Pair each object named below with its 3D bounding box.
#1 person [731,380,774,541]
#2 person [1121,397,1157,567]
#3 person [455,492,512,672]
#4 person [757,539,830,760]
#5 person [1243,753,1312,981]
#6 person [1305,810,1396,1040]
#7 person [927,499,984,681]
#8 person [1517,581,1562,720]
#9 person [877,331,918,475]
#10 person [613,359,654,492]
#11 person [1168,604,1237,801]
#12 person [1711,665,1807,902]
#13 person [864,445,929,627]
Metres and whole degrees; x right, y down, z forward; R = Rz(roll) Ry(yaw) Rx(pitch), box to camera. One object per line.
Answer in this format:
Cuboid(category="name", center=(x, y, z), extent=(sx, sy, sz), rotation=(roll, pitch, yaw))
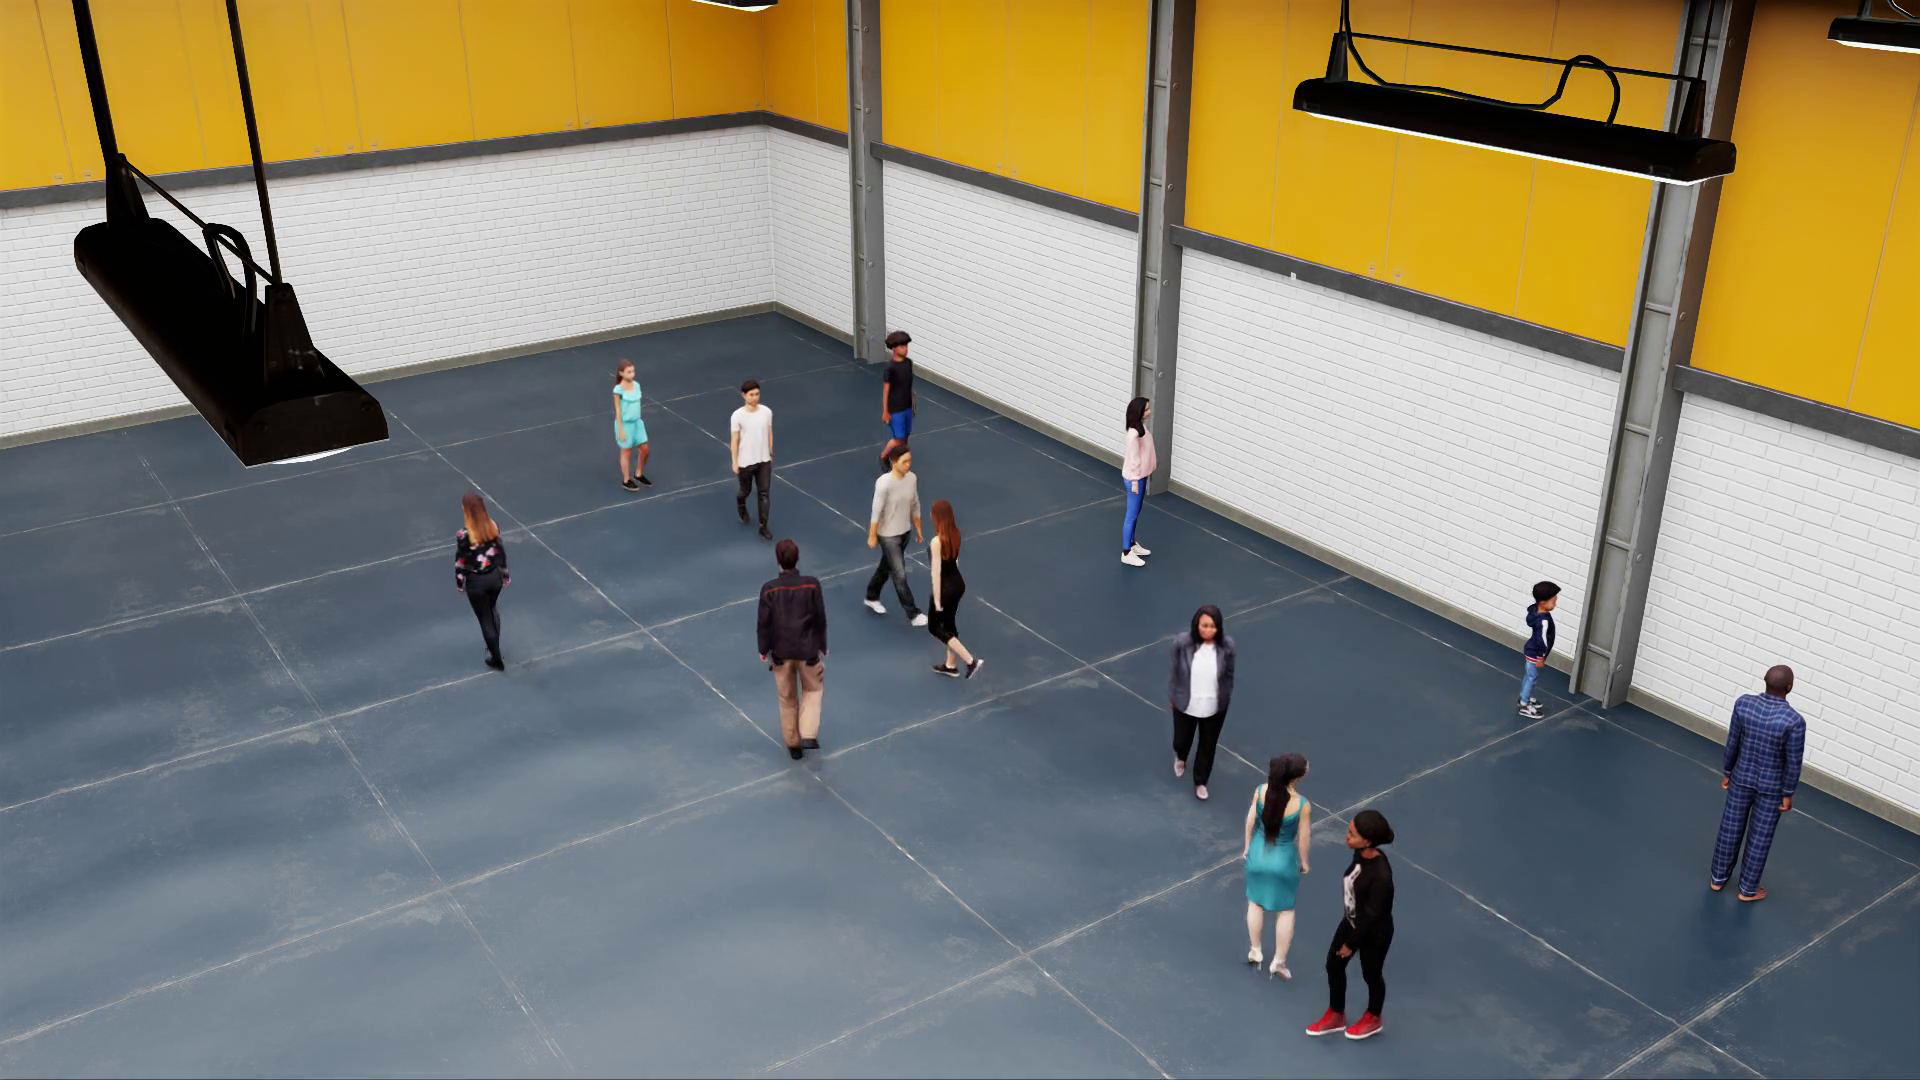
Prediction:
Cuboid(category="person", center=(-2.217, -0.889, 17.647), extent=(0.743, 1.696, 1.070), rotation=(-11, 26, -23))
Cuboid(category="person", center=(1.790, -0.623, 16.946), extent=(0.751, 1.770, 0.722), rotation=(7, 25, 16))
Cuboid(category="person", center=(-4.178, 0.387, 14.762), extent=(0.727, 1.667, 0.683), rotation=(20, 30, 38))
Cuboid(category="person", center=(-1.303, 0.923, 13.224), extent=(0.870, 1.917, 0.909), rotation=(-4, 24, -9))
Cuboid(category="person", center=(2.032, 2.088, 10.852), extent=(0.618, 1.683, 0.724), rotation=(4, 24, 8))
Cuboid(category="person", center=(2.568, 2.380, 10.222), extent=(0.765, 1.651, 0.748), rotation=(-7, 25, -15))
Cuboid(category="person", center=(-0.037, 0.480, 14.503), extent=(0.919, 1.706, 0.736), rotation=(16, 28, 32))
Cuboid(category="person", center=(4.904, 0.910, 14.121), extent=(0.635, 1.223, 0.592), rotation=(7, 24, 15))
Cuboid(category="person", center=(-0.761, -1.535, 19.007), extent=(0.845, 1.790, 0.734), rotation=(19, 30, 36))
Cuboid(category="person", center=(-3.794, -1.308, 18.789), extent=(0.636, 1.548, 0.613), rotation=(20, 31, 38))
Cuboid(category="person", center=(1.863, 1.222, 12.951), extent=(0.866, 1.588, 0.929), rotation=(0, 24, 1))
Cuboid(category="person", center=(5.567, 1.679, 11.610), extent=(0.758, 1.824, 0.594), rotation=(-21, 31, -39))
Cuboid(category="person", center=(-0.691, -0.072, 15.692), extent=(1.224, 1.764, 0.886), rotation=(19, 30, 36))
